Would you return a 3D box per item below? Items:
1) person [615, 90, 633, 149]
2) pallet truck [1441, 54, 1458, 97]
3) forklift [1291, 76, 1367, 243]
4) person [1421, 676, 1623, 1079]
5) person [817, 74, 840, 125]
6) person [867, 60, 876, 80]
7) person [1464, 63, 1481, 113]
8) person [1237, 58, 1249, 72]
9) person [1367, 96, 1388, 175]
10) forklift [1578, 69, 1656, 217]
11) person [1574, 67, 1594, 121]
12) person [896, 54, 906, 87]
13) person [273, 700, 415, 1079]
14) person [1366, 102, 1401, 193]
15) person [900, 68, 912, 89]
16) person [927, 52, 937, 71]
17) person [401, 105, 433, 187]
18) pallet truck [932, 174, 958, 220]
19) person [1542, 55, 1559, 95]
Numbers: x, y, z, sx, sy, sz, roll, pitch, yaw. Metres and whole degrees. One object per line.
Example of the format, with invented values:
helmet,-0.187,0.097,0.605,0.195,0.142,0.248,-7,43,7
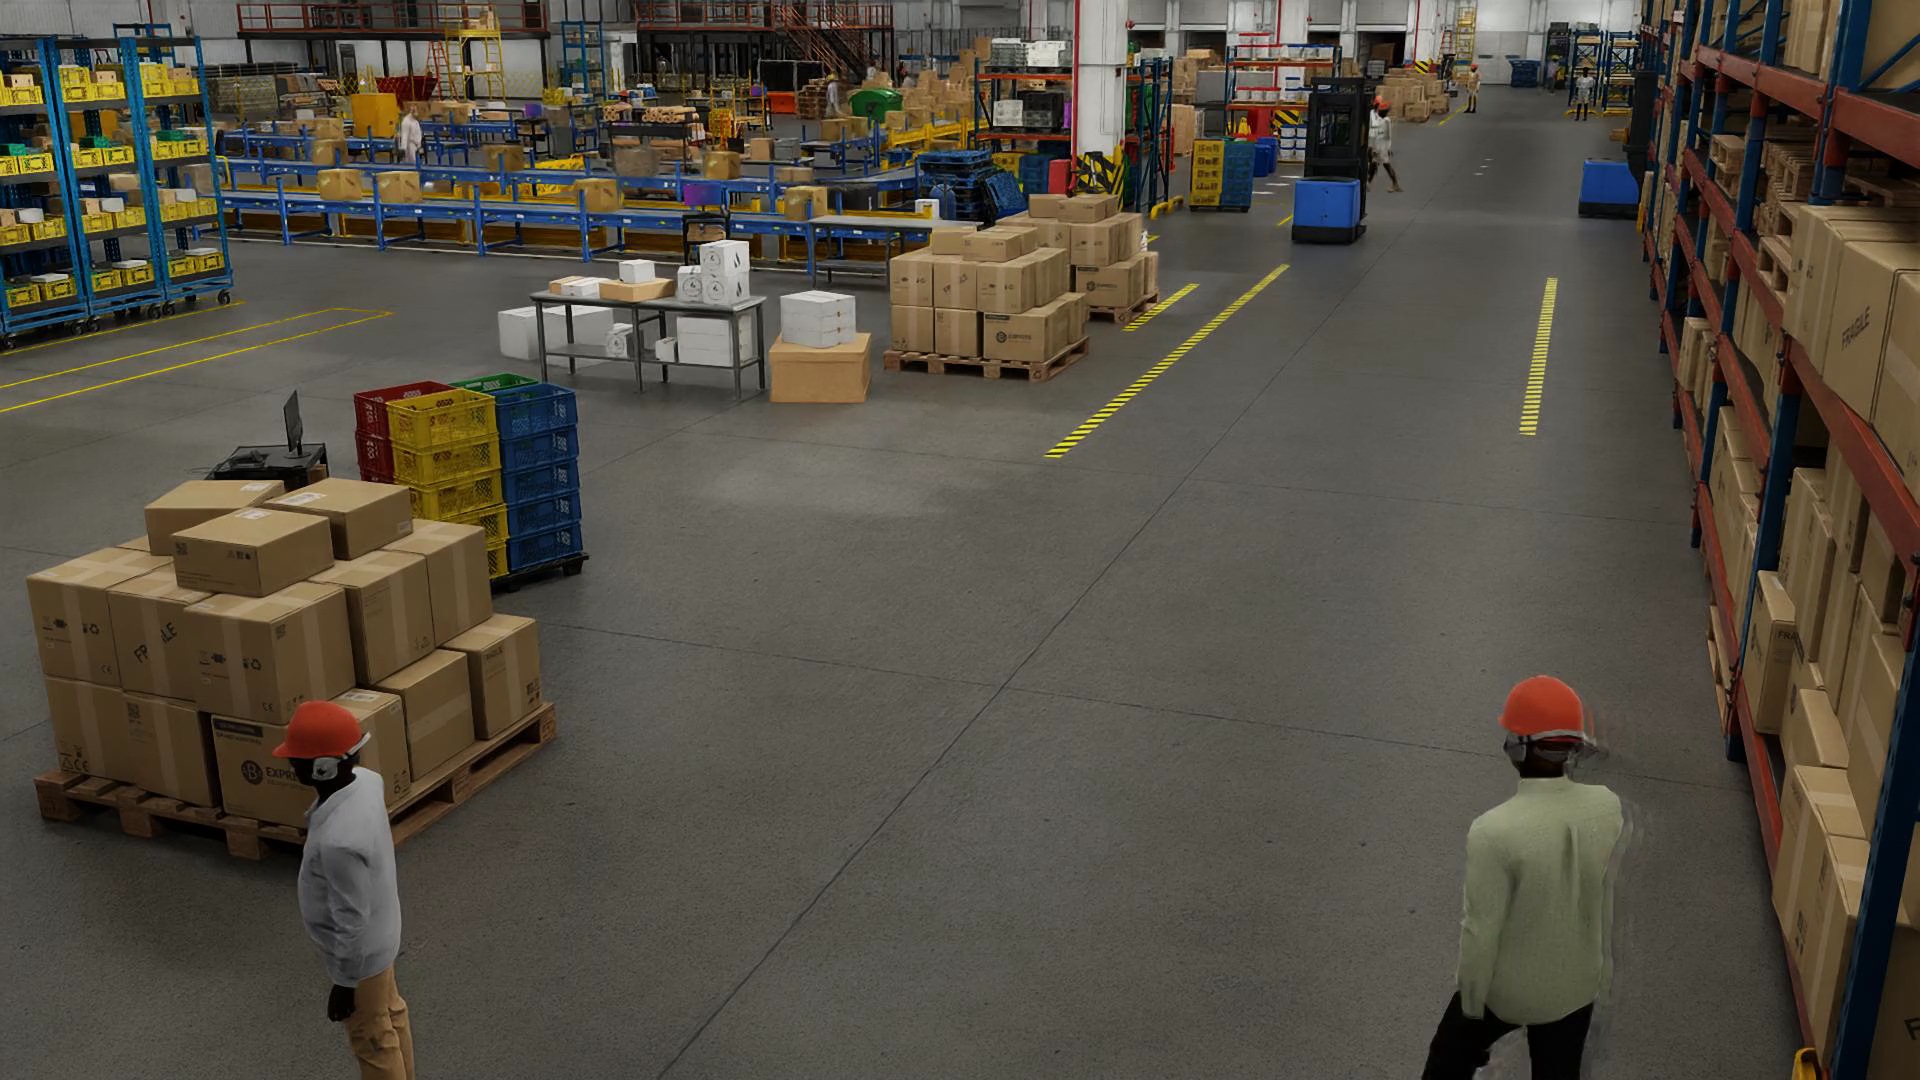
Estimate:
person,-8.831,-10.878,43.876,0.543,1.933,0.364,8,19,23
pallet truck,22.765,-21.886,78.355,0.823,1.965,1.885,-4,18,-14
forklift,6.598,-6.755,29.381,1.129,2.768,1.873,6,19,19
person,1.756,1.360,5.389,0.610,1.942,0.977,-6,19,-19
person,-4.547,-15.502,58.657,0.947,1.778,0.614,5,18,14
person,-3.900,-20.179,73.218,0.864,1.861,0.574,-10,20,-28
person,20.421,-17.988,66.212,0.375,1.934,0.547,-12,21,-33
person,12.626,-20.799,74.870,0.684,2.000,0.538,12,21,34
person,10.261,-9.964,41.047,0.540,1.911,0.506,8,19,23
forklift,13.219,-7.740,32.475,1.873,2.768,1.129,6,19,18
person,22.941,-16.398,61.184,0.601,1.958,0.373,10,20,29
person,-2.937,-23.194,82.713,0.516,1.843,0.327,-4,18,-12
person,-2.087,1.364,5.696,0.327,1.753,0.560,-4,18,-11
person,9.465,-8.778,37.189,1.038,1.995,0.626,7,19,21
person,-1.945,-15.819,59.344,0.610,1.958,0.651,-7,19,-22
person,-1.435,-24.285,86.113,0.661,1.863,0.390,-14,23,-38
person,-12.670,-9.064,38.332,0.952,1.858,0.711,0,18,0
pallet truck,-0.507,-5.292,27.348,0.653,1.274,1.630,6,19,19
person,28.511,-22.429,80.205,0.567,1.905,0.603,2,18,7
